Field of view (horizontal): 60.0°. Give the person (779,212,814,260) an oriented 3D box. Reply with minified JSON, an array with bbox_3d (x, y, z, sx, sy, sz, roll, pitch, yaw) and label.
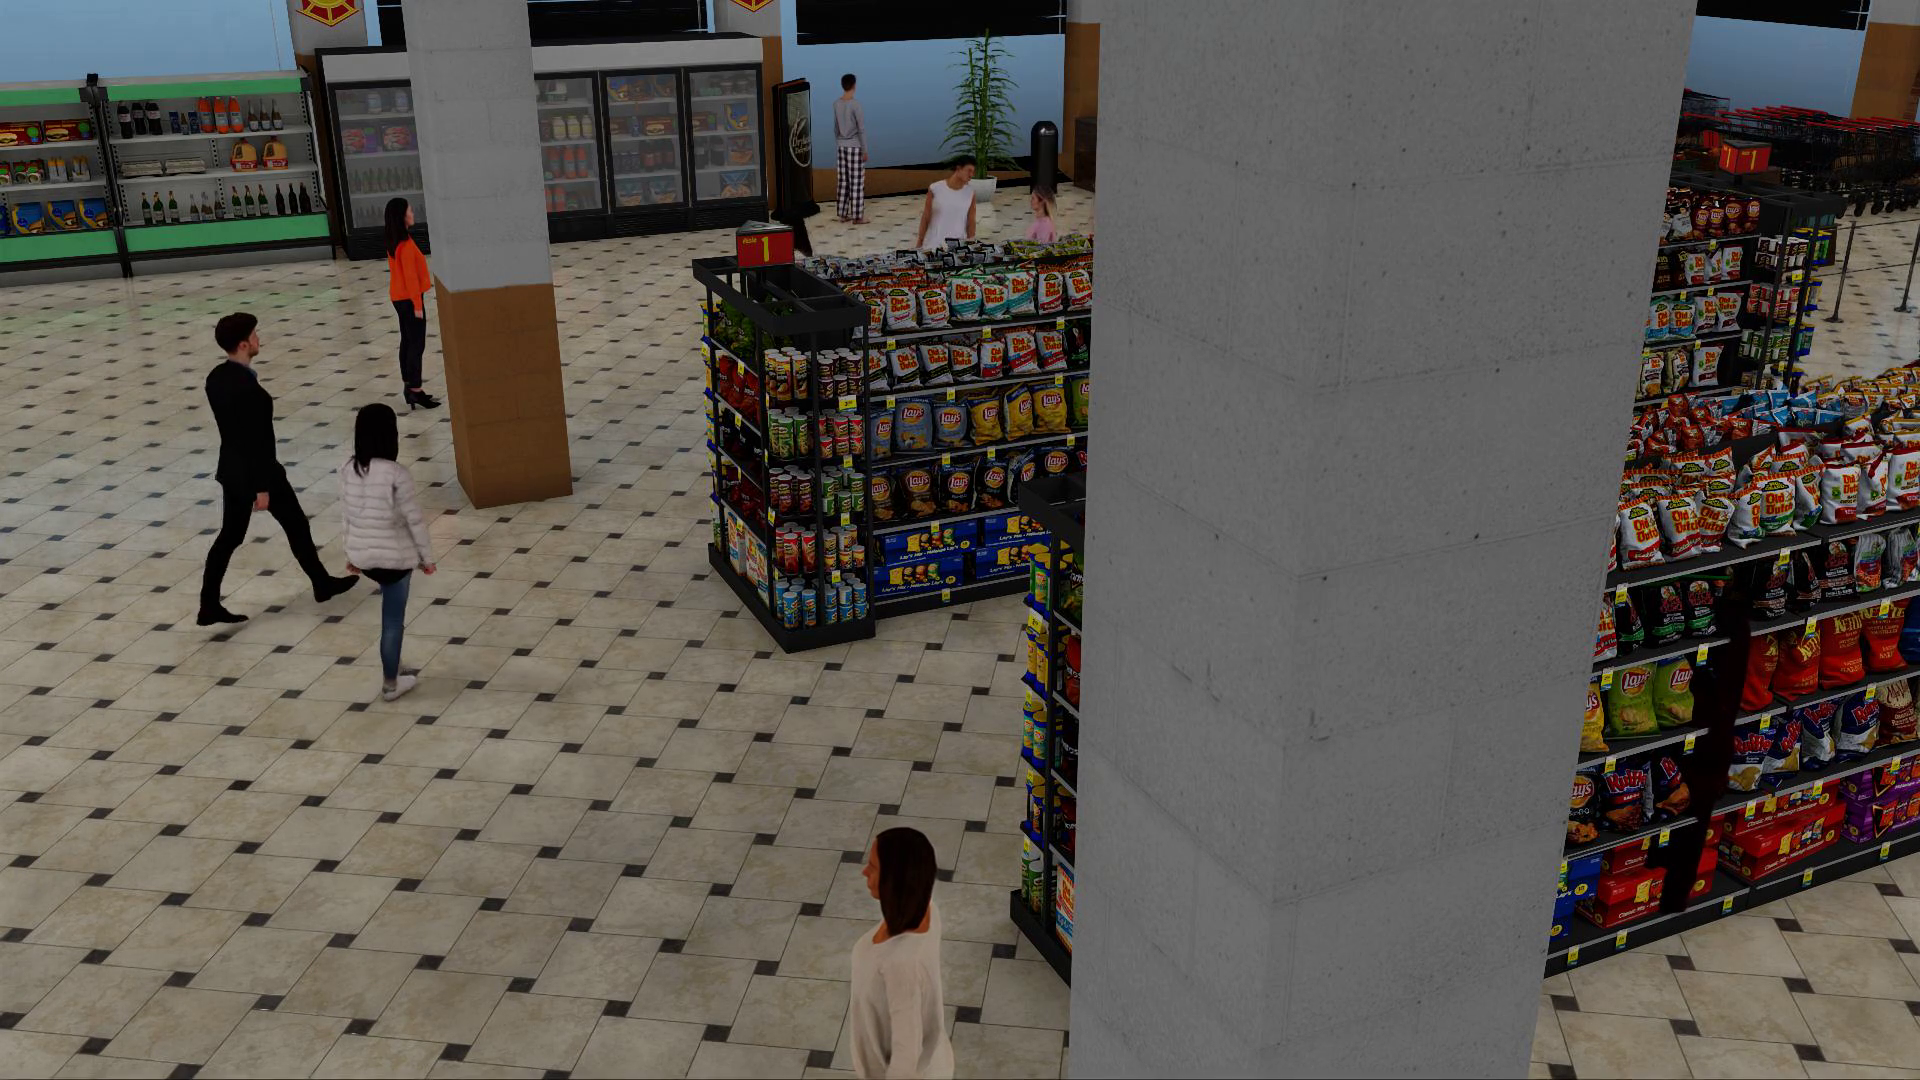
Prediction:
[{"bbox_3d":[-1.267,-1.819,13.517,1.000,1.665,0.919,4,22,10],"label":"person"}]

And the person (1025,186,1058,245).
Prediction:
[{"bbox_3d":[0.810,-2.273,14.629,0.756,1.678,0.732,0,22,0],"label":"person"}]

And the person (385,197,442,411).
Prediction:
[{"bbox_3d":[-4.561,-1.956,13.749,0.580,1.747,0.638,-13,25,-29],"label":"person"}]

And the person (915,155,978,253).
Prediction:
[{"bbox_3d":[-0.165,-2.766,15.787,0.653,1.730,0.853,1,22,2],"label":"person"}]

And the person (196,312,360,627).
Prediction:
[{"bbox_3d":[-4.191,-0.354,9.633,1.077,1.843,1.336,17,27,36],"label":"person"}]

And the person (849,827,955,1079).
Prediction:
[{"bbox_3d":[-0.157,1.594,5.000,0.685,1.682,0.698,0,22,1],"label":"person"}]

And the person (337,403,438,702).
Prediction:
[{"bbox_3d":[-3.095,0.096,8.809,0.753,1.622,0.818,7,23,17],"label":"person"}]

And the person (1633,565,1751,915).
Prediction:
[{"bbox_3d":[2.941,0.795,6.888,0.757,1.758,0.752,18,28,38],"label":"person"}]

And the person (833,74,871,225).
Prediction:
[{"bbox_3d":[-1.388,-4.948,21.059,0.705,1.848,0.695,16,27,34],"label":"person"}]
